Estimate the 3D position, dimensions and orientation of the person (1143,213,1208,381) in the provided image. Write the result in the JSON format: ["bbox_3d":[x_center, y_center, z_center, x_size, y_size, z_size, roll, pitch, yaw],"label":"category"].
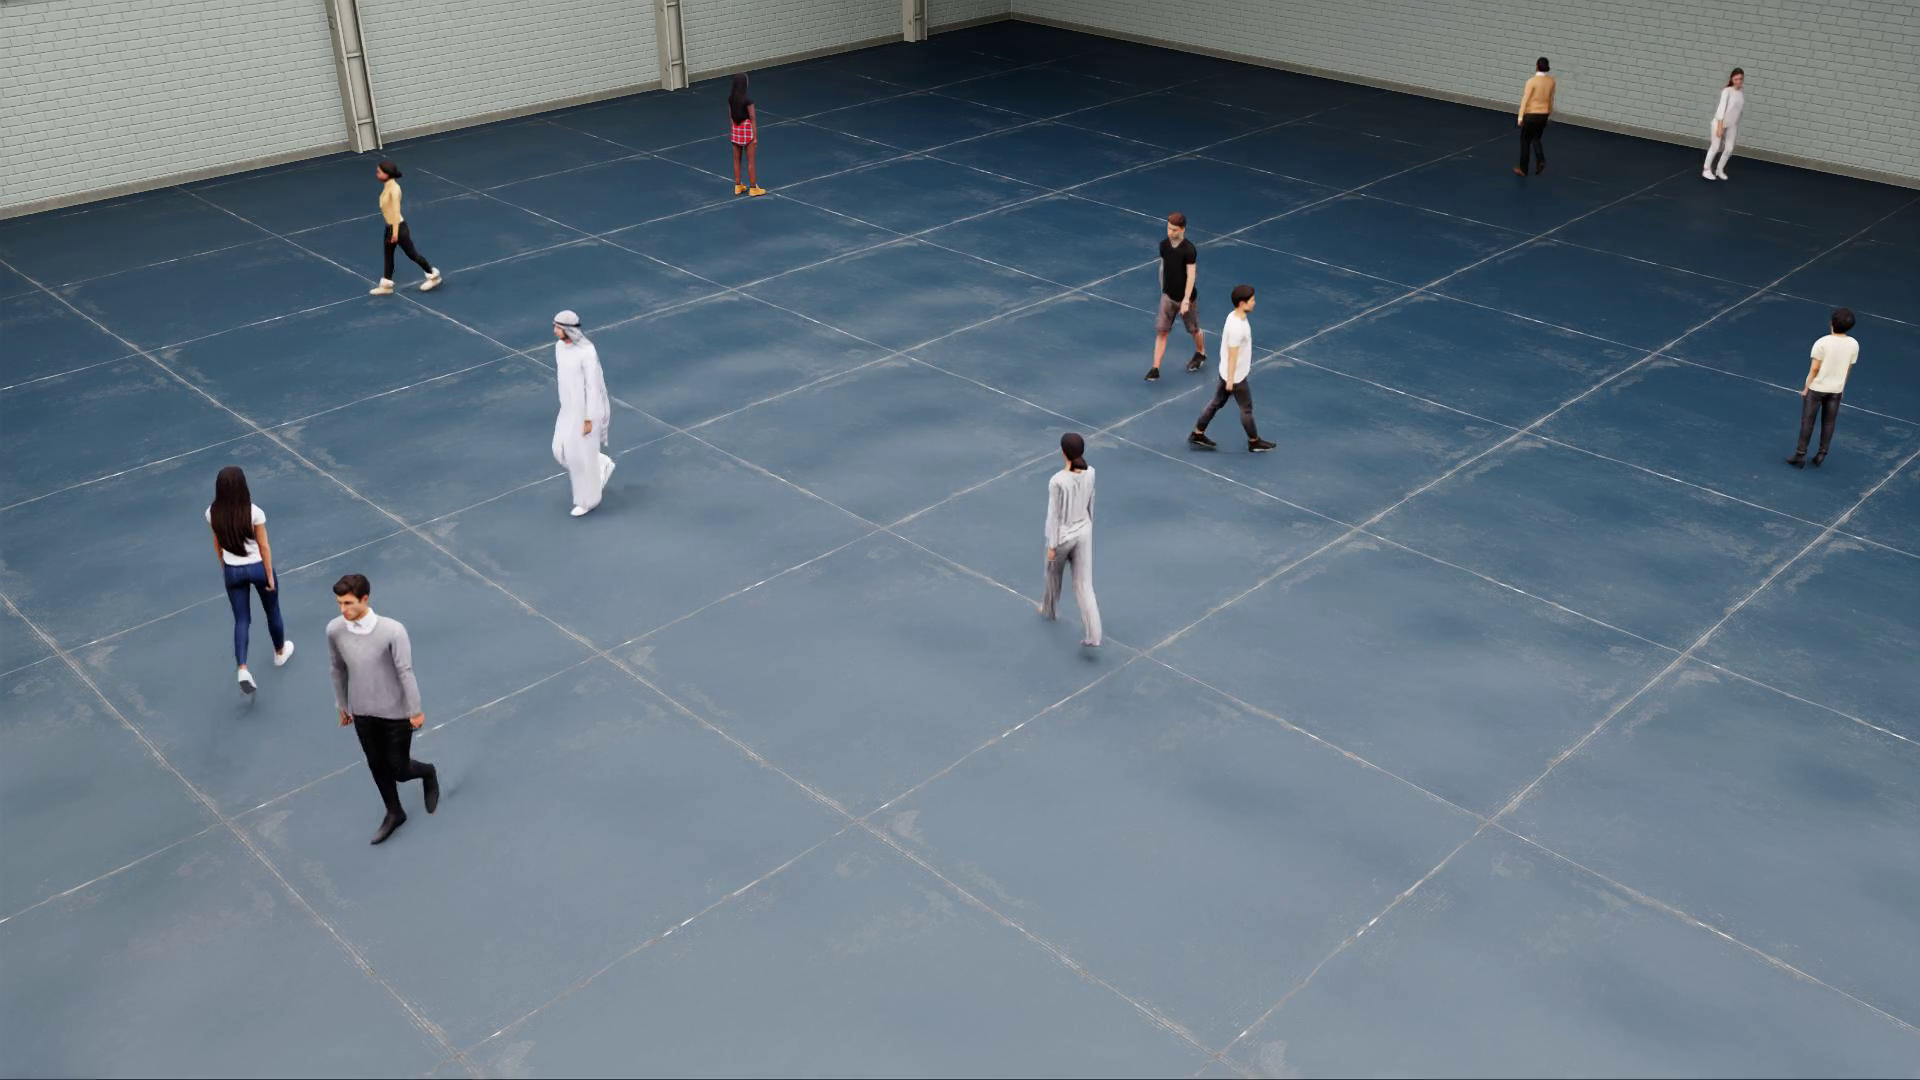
[{"bbox_3d":[2.386,-2.595,17.647,0.705,1.811,1.228,24,37,38],"label":"person"}]

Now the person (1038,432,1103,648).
[{"bbox_3d":[0.904,0.033,12.794,1.134,1.734,0.942,-12,30,-21],"label":"person"}]

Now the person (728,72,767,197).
[{"bbox_3d":[-3.088,-5.787,23.730,0.672,1.727,0.674,15,32,26],"label":"person"}]

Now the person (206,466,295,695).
[{"bbox_3d":[-5.278,0.309,12.256,1.081,1.753,1.104,-2,28,-3],"label":"person"}]

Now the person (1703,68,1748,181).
[{"bbox_3d":[11.201,-6.101,24.398,0.750,1.654,0.820,-13,31,-23],"label":"person"}]

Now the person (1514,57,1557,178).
[{"bbox_3d":[8.509,-6.197,24.480,0.887,1.746,0.920,-8,29,-15],"label":"person"}]

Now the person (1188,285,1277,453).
[{"bbox_3d":[2.550,-1.629,15.973,1.120,1.679,1.105,2,28,5],"label":"person"}]

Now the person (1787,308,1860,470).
[{"bbox_3d":[8.165,-1.428,15.694,0.641,1.587,0.698,0,28,1],"label":"person"}]

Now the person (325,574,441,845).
[{"bbox_3d":[-3.684,1.030,10.737,0.967,1.910,1.030,6,29,12],"label":"person"}]

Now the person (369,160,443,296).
[{"bbox_3d":[-6.681,-3.746,20.006,1.159,1.627,0.807,-14,31,-25],"label":"person"}]

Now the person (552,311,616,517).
[{"bbox_3d":[-3.311,-1.162,14.852,0.742,1.910,0.899,20,34,33],"label":"person"}]
